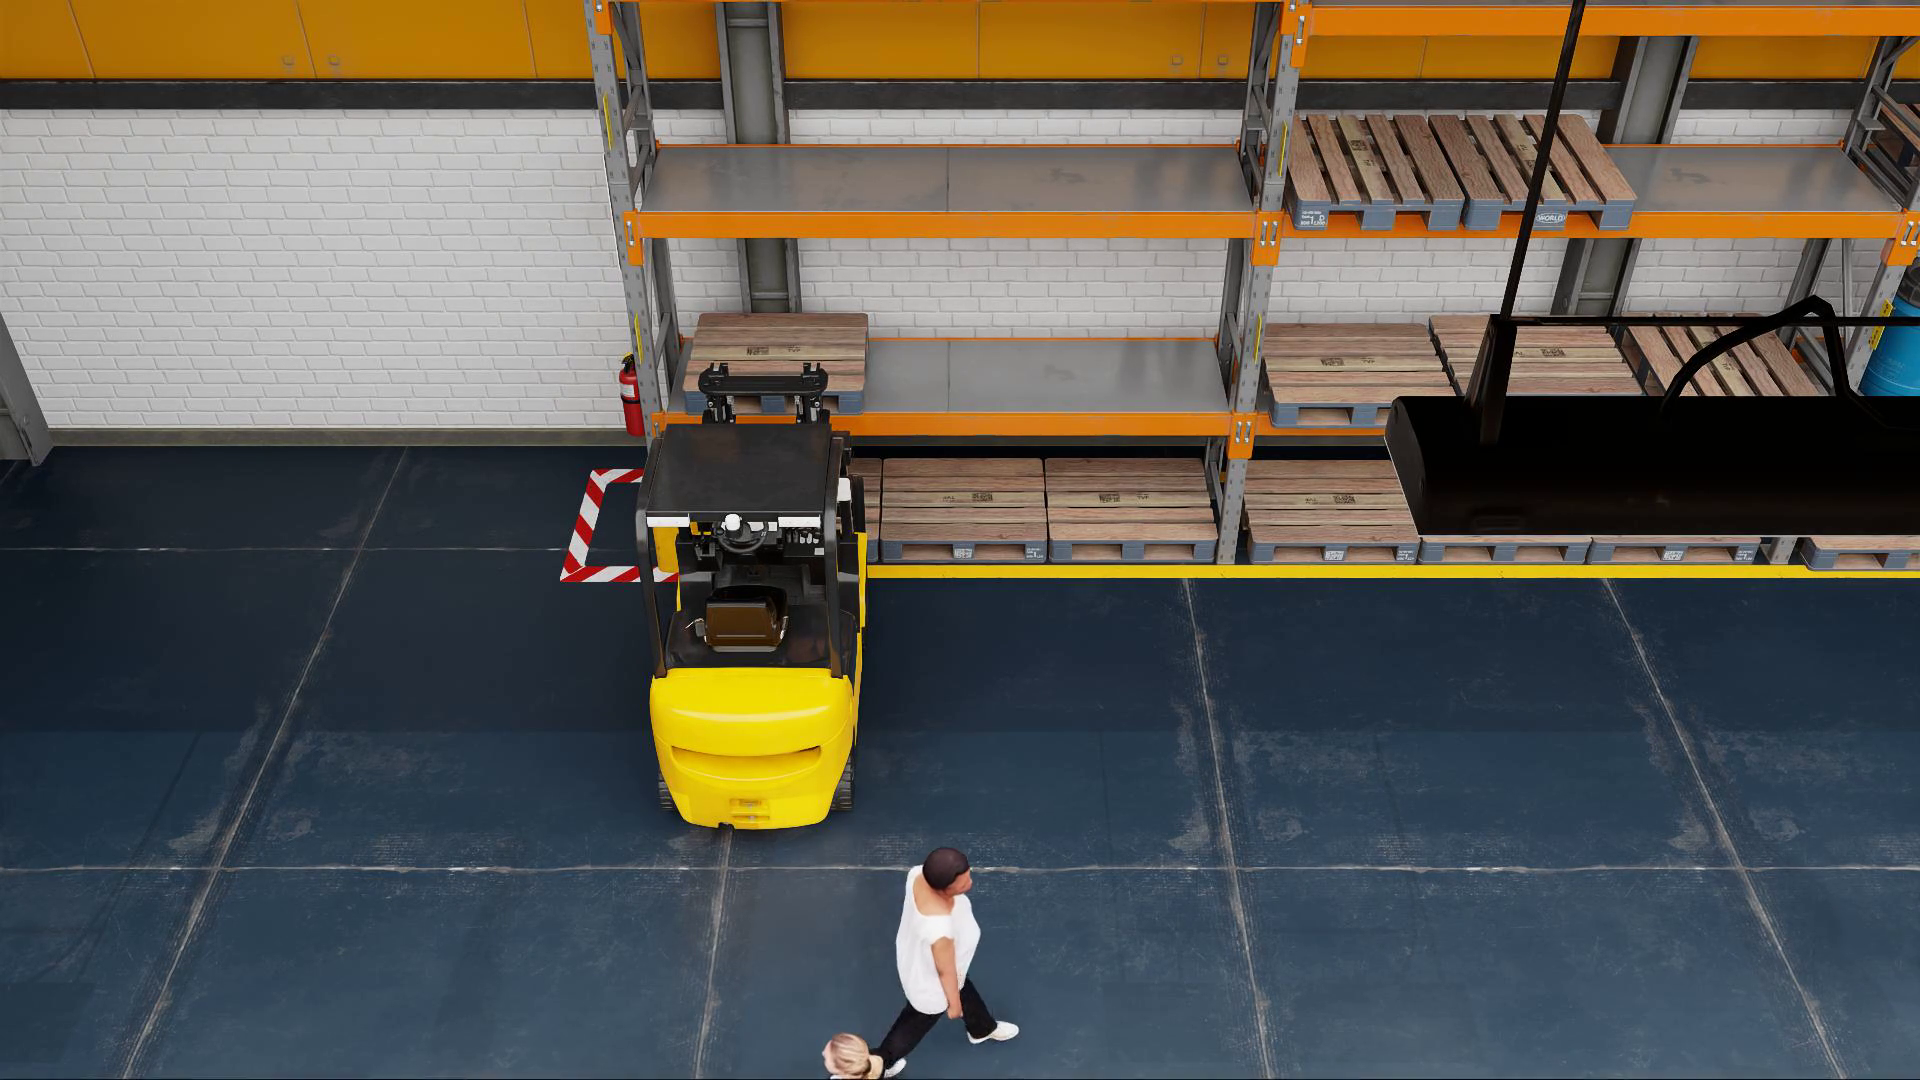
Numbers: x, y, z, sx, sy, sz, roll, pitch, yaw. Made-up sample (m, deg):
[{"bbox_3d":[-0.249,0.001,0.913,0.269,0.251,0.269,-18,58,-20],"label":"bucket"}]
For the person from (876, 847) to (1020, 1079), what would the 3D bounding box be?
[{"bbox_3d":[-0.189,2.135,8.241,1.157,1.651,0.796,-8,39,-10],"label":"person"}]

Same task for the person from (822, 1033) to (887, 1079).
[{"bbox_3d":[-0.445,2.752,7.426,0.677,1.704,0.686,17,42,20],"label":"person"}]
